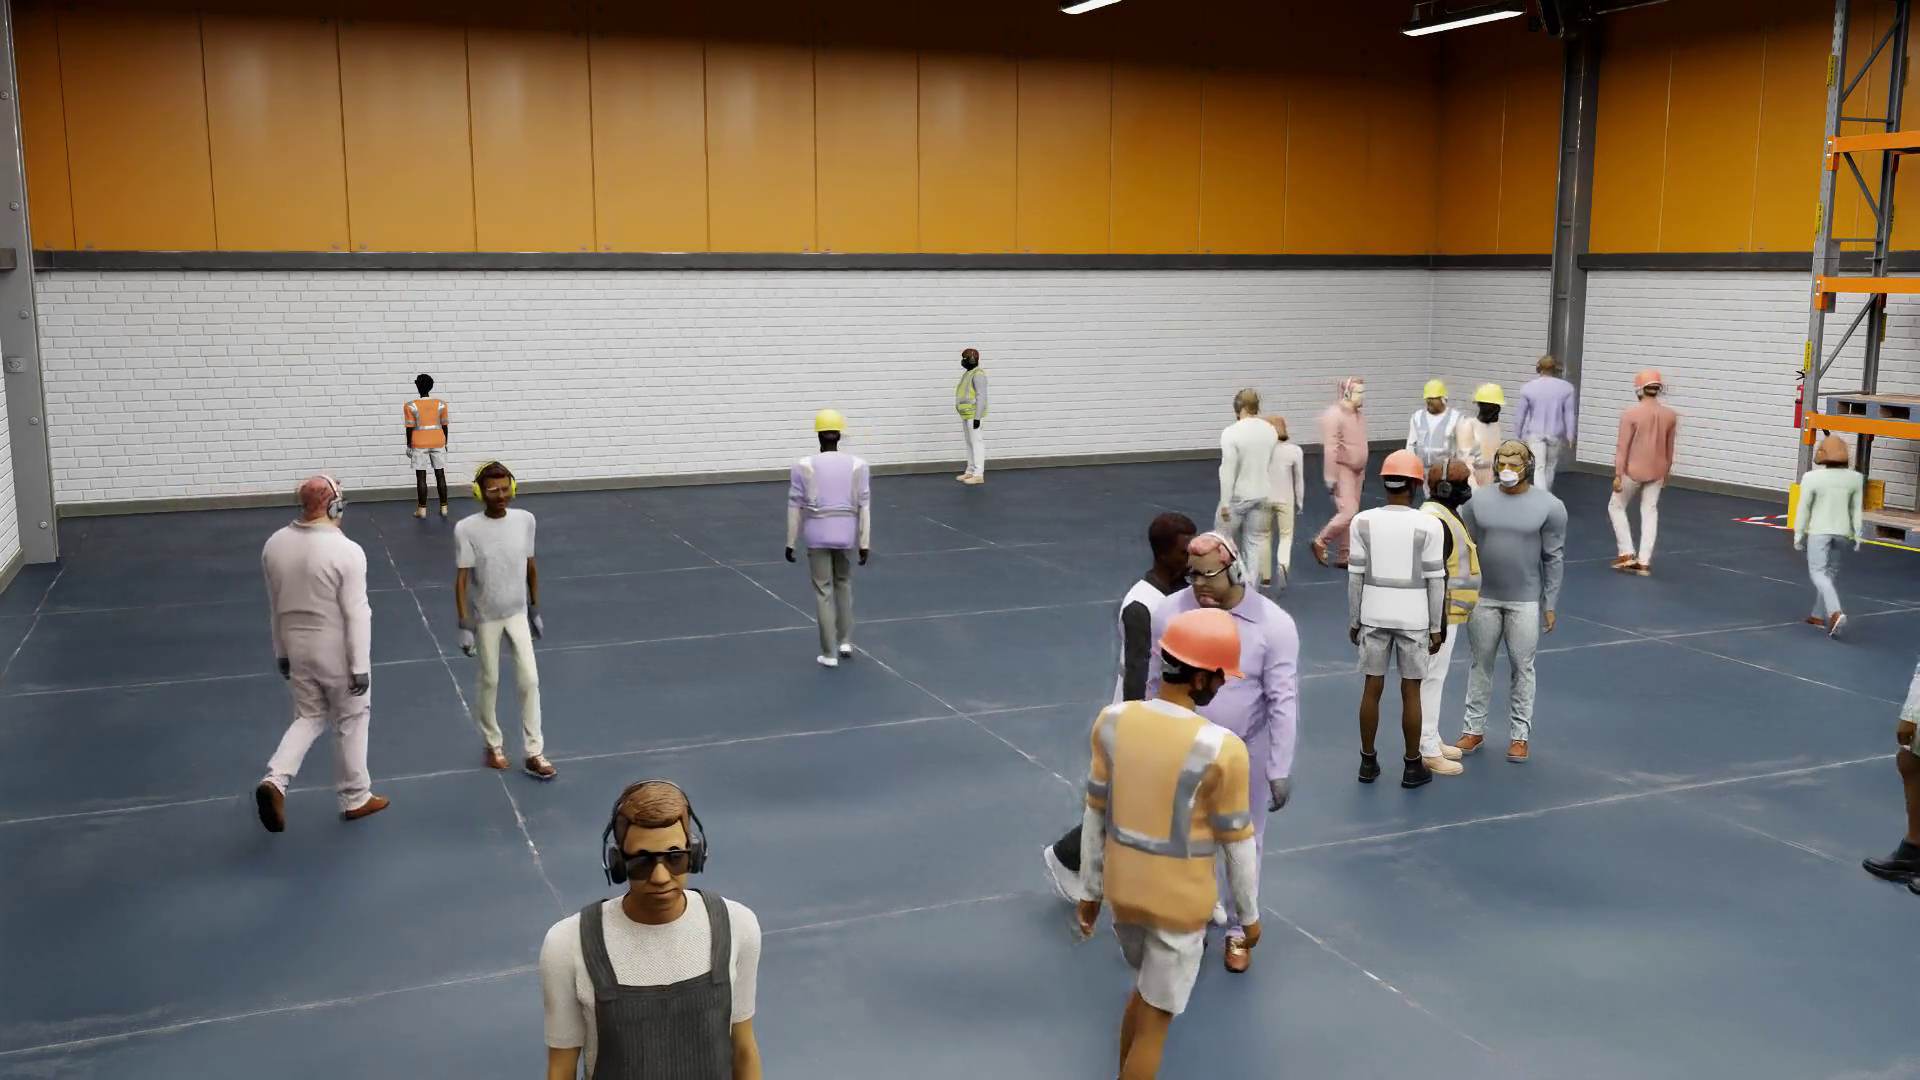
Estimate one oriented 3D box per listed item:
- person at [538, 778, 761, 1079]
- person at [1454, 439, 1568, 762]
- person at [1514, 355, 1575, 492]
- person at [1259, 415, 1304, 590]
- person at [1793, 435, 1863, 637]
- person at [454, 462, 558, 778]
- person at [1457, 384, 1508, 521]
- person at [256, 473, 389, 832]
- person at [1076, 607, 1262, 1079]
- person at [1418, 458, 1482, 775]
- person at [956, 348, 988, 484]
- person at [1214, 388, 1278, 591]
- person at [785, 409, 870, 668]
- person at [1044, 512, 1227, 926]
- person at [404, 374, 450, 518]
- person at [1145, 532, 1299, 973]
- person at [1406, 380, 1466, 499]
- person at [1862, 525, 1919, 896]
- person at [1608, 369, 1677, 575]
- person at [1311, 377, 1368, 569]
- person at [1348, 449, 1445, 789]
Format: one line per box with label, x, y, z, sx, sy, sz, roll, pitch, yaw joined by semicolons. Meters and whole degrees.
person;-0.676;1.430;3.764;0.504;1.847;0.345;-4;10;-24
person;3.278;0.359;9.977;0.627;1.940;0.371;6;11;31
person;6.937;-1.250;19.833;0.658;1.894;0.992;1;9;8
person;2.869;-0.332;15.138;0.510;1.610;0.630;2;10;11
person;7.017;-0.034;13.387;0.508;1.610;0.746;0;9;-2
person;-2.614;0.474;9.580;0.565;1.829;0.822;-6;11;-34
person;4.807;-0.468;15.145;0.593;1.889;0.890;-6;11;-33
person;-3.351;0.597;8.687;0.655;1.887;0.731;3;10;20
person;0.697;1.139;5.371;0.575;1.892;0.663;9;13;42
person;2.841;0.436;9.802;0.430;1.845;0.619;3;10;19
person;0.159;-1.690;22.685;0.430;1.844;0.624;-3;10;-15
person;2.451;-0.353;14.377;0.638;1.916;0.438;-6;11;-31
person;-0.998;-0.019;12.365;0.600;1.908;0.629;-4;10;-21
person;0.835;0.795;7.509;0.897;1.891;0.601;6;11;31
person;-6.270;-1.106;19.584;0.535;1.697;0.318;-7;12;-36
person;1.067;0.895;6.897;0.679;1.876;0.595;4;10;23
person;4.855;-0.739;17.080;0.595;1.786;0.912;8;12;39
person;4.516;0.732;7.769;0.681;1.915;0.579;9;13;43
person;6.540;-0.654;15.984;0.664;1.977;0.495;-2;10;-11
person;3.745;-0.634;16.121;0.454;1.892;0.672;8;12;38
person;2.483;0.447;9.475;0.542;1.928;0.374;5;11;28
